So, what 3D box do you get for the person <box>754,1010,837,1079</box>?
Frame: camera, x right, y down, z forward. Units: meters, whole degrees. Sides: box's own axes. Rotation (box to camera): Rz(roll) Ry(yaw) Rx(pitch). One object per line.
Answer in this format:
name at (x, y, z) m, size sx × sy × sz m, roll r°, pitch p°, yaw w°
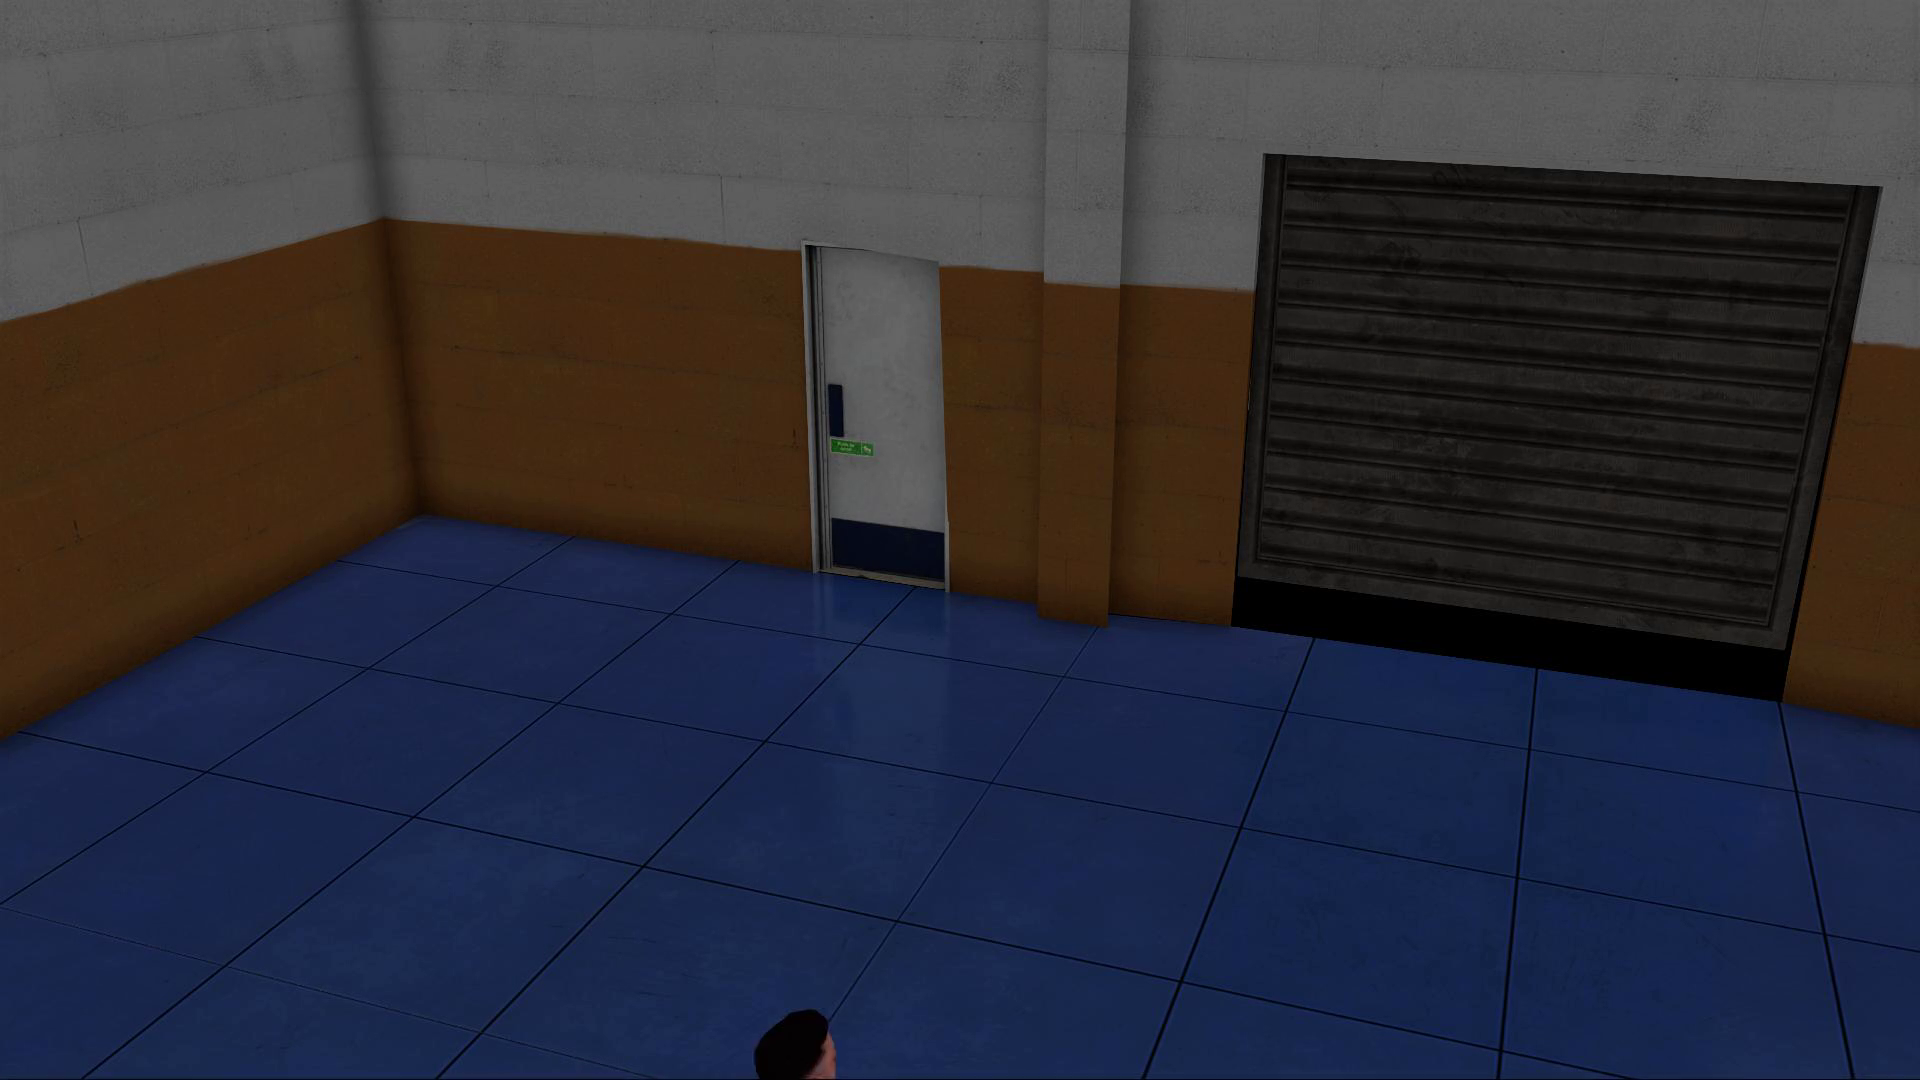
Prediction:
person at (-0.491, 2.085, 4.400) m, size 0.989 × 1.813 × 0.954 m, roll 19°, pitch 28°, yaw 38°
